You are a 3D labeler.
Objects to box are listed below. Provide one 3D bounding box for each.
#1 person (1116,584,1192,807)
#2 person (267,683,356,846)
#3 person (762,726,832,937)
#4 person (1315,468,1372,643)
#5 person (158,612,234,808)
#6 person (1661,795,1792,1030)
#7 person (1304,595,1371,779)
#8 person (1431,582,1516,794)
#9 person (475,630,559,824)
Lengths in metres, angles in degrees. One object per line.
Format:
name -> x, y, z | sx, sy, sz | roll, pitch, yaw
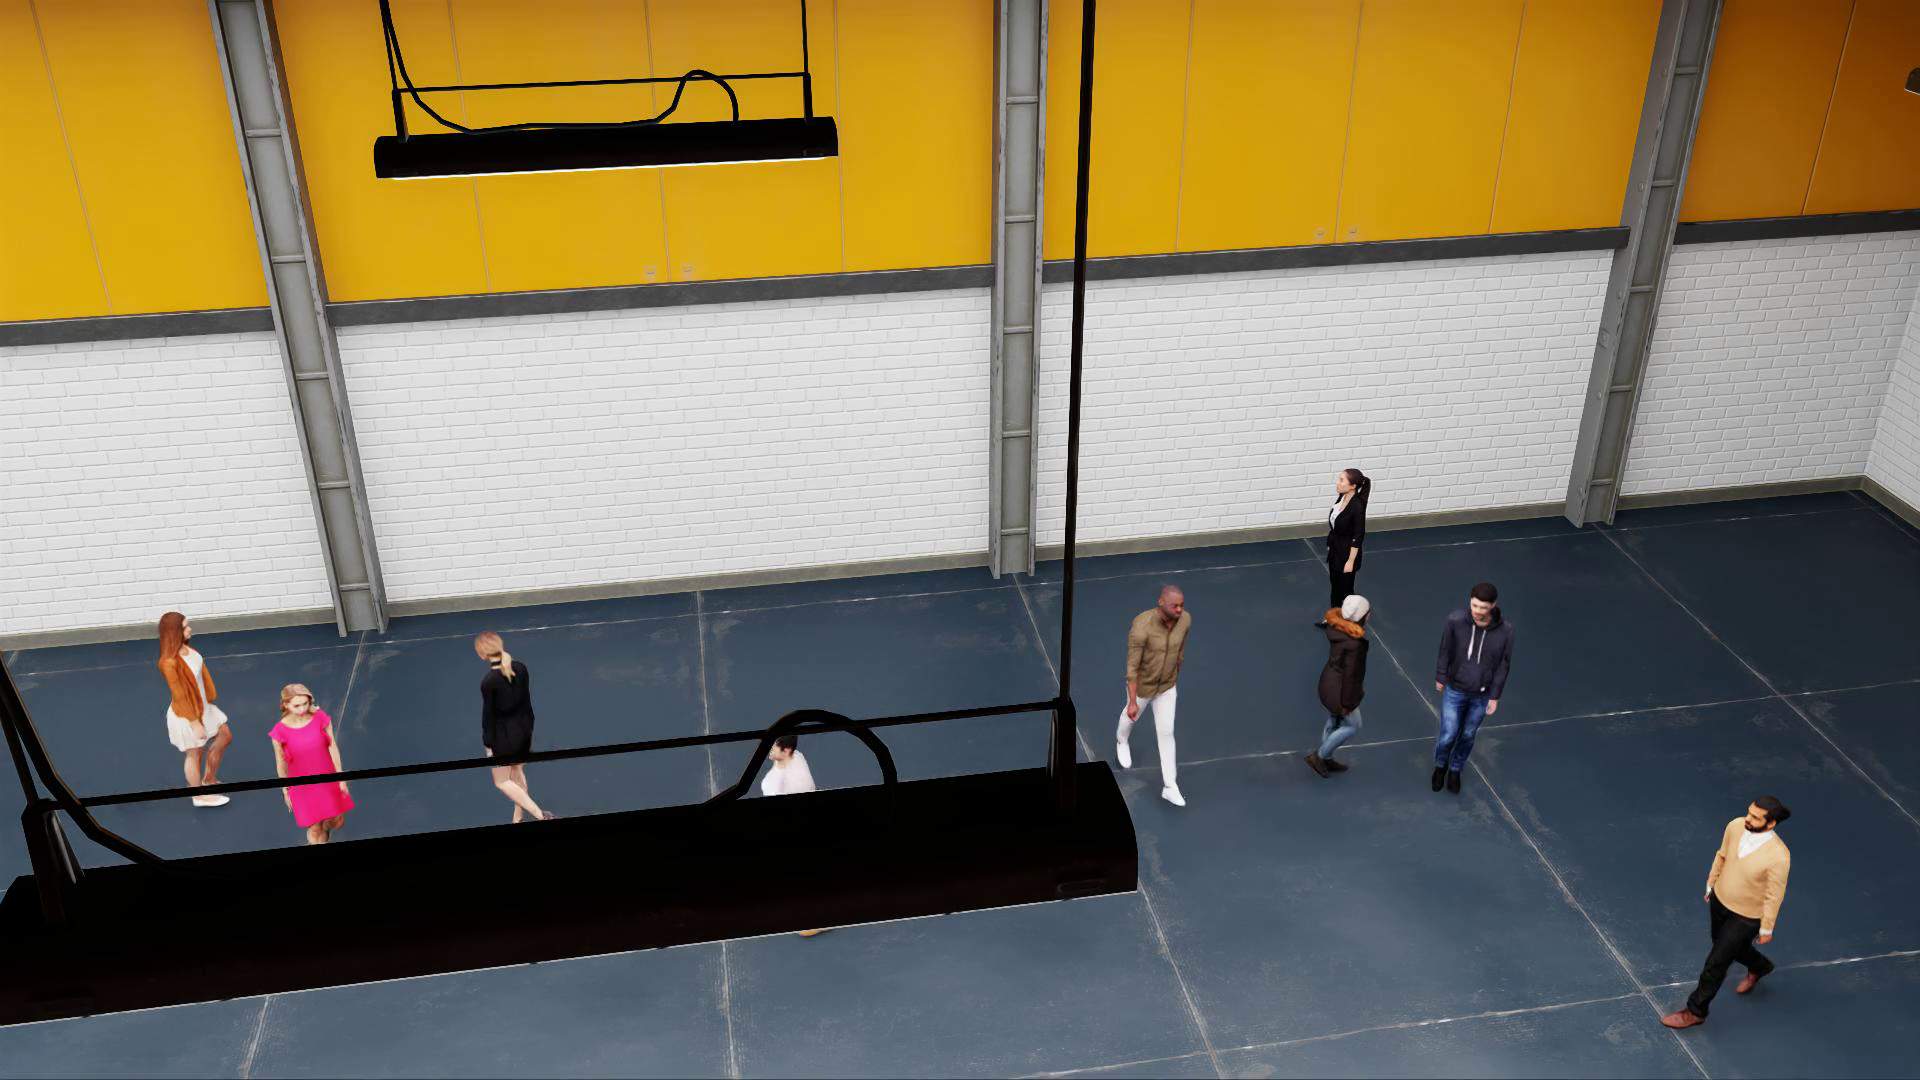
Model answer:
person -> 1.429, 1.081, 12.729 | 1.207, 1.770, 0.967 | -9, 30, -16
person -> -4.561, 1.675, 11.701 | 0.849, 1.710, 0.832 | -16, 32, -27
person -> -1.035, 1.944, 11.196 | 0.797, 1.722, 0.740 | -10, 30, -18
person -> 3.382, 0.120, 14.604 | 0.541, 1.661, 0.598 | -6, 29, -10
person -> -5.824, 1.291, 12.410 | 0.616, 1.706, 0.626 | -3, 29, -5
person -> 4.983, 2.317, 10.500 | 1.148, 1.733, 0.747 | -8, 30, -14
person -> 2.859, 1.135, 12.779 | 0.656, 1.627, 0.620 | -3, 29, -6
person -> 3.886, 1.074, 12.635 | 0.736, 1.871, 0.841 | 9, 30, 16
person -> -3.190, 1.479, 12.031 | 1.003, 1.739, 0.930 | 14, 32, 25
